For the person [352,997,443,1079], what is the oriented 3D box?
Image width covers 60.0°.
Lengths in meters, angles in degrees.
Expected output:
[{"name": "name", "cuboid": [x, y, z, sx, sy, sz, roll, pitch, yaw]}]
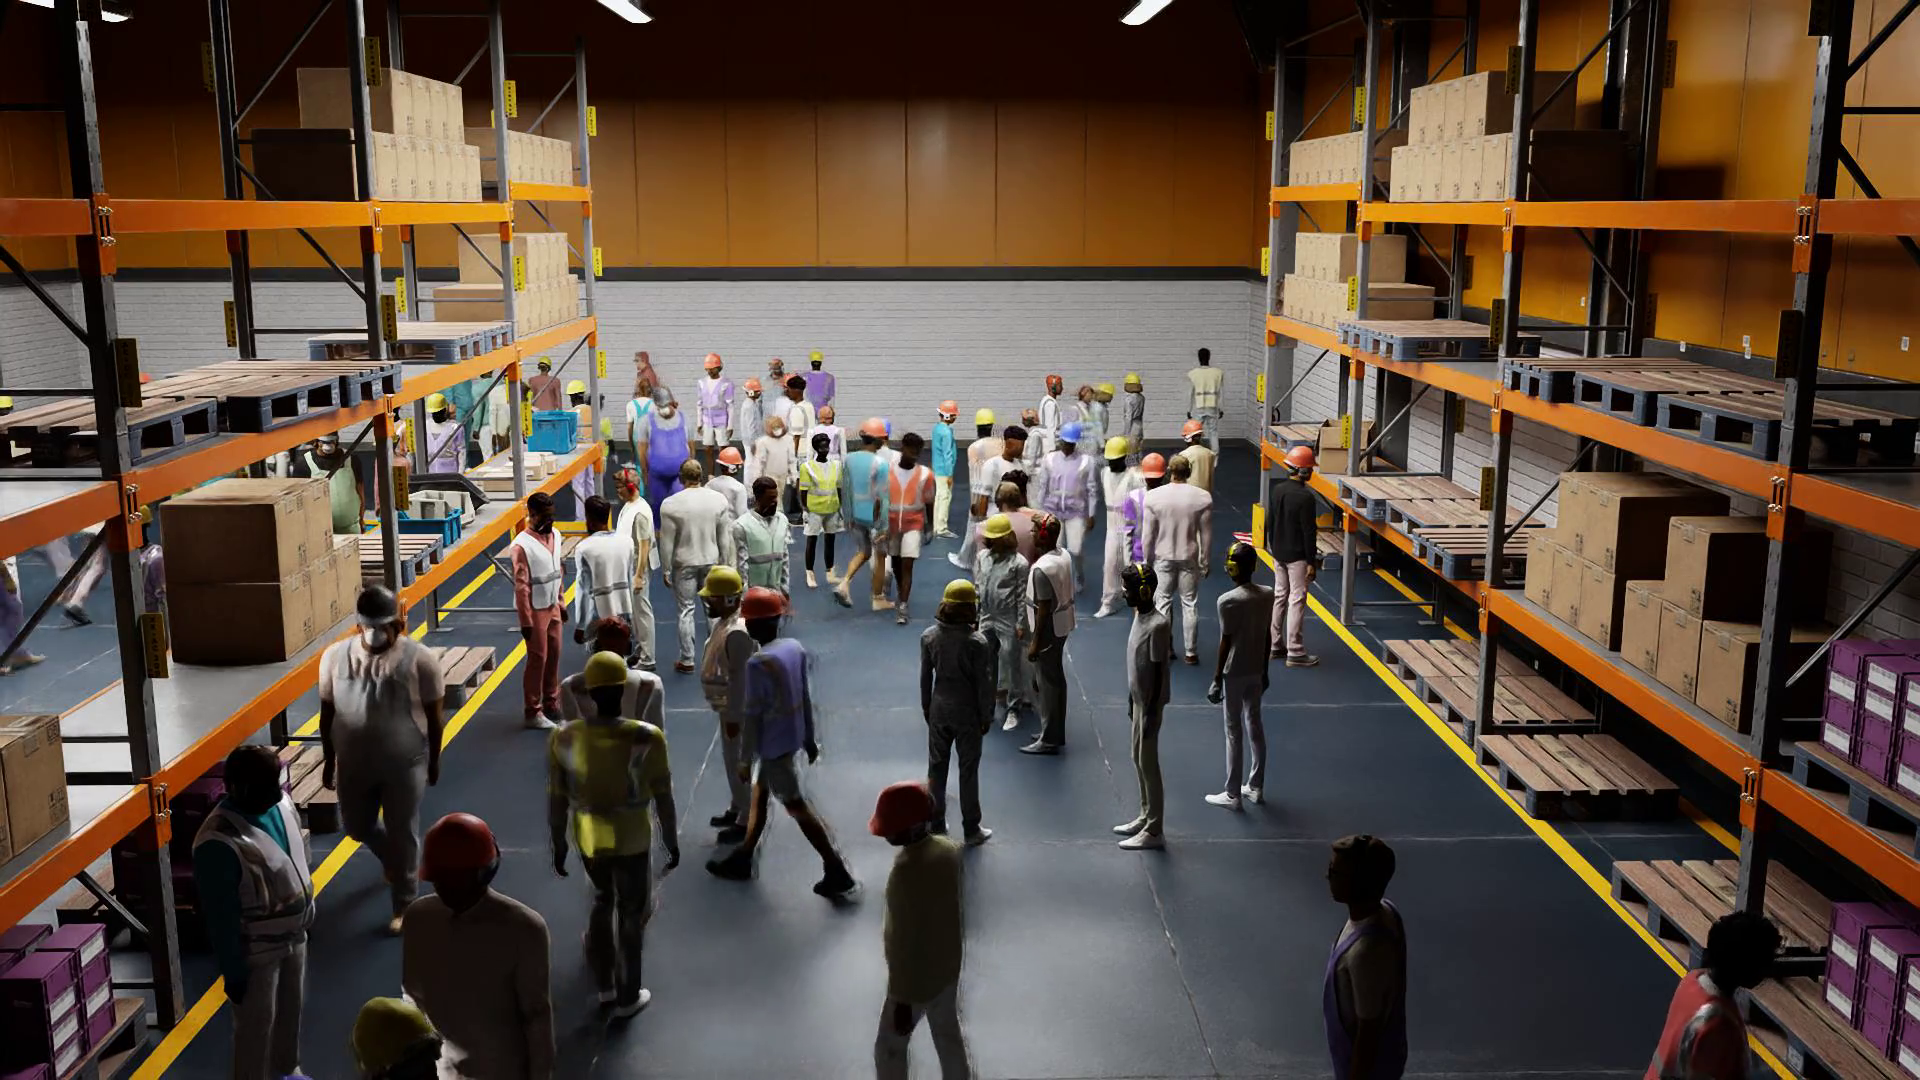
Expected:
[{"name": "person", "cuboid": [-1.599, 2.249, 5.022, 0.643, 1.787, 0.700, -1, 11, -4]}]

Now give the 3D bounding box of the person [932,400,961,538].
[{"name": "person", "cuboid": [-0.168, -0.888, 20.850, 0.352, 1.738, 0.573, -3, 12, -14]}]

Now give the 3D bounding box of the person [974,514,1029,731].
[{"name": "person", "cuboid": [0.306, 0.643, 13.168, 0.484, 1.740, 0.304, 7, 13, 32]}]

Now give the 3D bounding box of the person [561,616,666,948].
[{"name": "person", "cuboid": [-1.937, 1.355, 9.353, 0.580, 1.858, 0.686, -3, 12, -13]}]

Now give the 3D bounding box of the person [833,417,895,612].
[{"name": "person", "cuboid": [-0.947, -0.232, 16.865, 0.608, 2.028, 0.615, 10, 15, 42]}]

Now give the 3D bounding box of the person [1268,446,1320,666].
[{"name": "person", "cuboid": [3.036, 0.139, 15.049, 0.395, 1.992, 0.622, -5, 12, -24]}]

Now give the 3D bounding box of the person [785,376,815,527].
[{"name": "person", "cuboid": [-2.061, -1.152, 21.631, 0.377, 1.959, 0.608, 3, 12, 15]}]

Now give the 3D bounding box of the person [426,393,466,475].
[{"name": "person", "cuboid": [-6.237, -0.817, 20.033, 0.586, 1.921, 0.379, 2, 11, 9]}]

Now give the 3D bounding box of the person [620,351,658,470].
[{"name": "person", "cuboid": [-5.047, -2.044, 26.335, 0.783, 1.861, 0.718, -1, 11, -6]}]

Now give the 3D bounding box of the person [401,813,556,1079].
[{"name": "person", "cuboid": [-1.764, 1.934, 6.085, 0.615, 1.984, 0.408, 3, 12, 17]}]

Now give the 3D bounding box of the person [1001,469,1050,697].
[{"name": "person", "cuboid": [0.489, 0.377, 13.947, 0.608, 1.959, 0.395, -5, 12, -25]}]

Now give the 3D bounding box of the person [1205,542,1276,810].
[{"name": "person", "cuboid": [1.924, 0.928, 11.426, 0.511, 1.865, 0.329, -8, 14, -34]}]

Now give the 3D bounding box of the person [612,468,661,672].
[{"name": "person", "cuboid": [-2.866, 0.271, 14.784, 0.389, 1.837, 0.563, -4, 12, -20]}]

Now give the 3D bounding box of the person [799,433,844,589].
[{"name": "person", "cuboid": [-1.503, -0.325, 18.130, 0.535, 1.697, 0.318, -7, 13, -32]}]

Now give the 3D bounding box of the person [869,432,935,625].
[{"name": "person", "cuboid": [-0.567, -0.149, 16.770, 0.634, 1.893, 1.051, 1, 11, 7]}]

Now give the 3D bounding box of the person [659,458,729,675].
[{"name": "person", "cuboid": [-2.351, 0.231, 14.774, 0.635, 1.932, 0.363, -6, 13, -26]}]

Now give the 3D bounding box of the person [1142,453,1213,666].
[{"name": "person", "cuboid": [1.949, 0.182, 14.977, 0.637, 1.936, 0.355, 0, 11, 2]}]

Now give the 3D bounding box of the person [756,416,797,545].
[{"name": "person", "cuboid": [-2.297, -0.769, 20.652, 0.509, 1.580, 0.853, -9, 14, -37]}]

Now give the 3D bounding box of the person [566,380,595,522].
[{"name": "person", "cuboid": [-4.902, -1.105, 21.501, 0.394, 1.913, 0.591, 4, 12, 21]}]

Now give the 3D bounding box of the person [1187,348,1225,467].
[{"name": "person", "cuboid": [3.921, -2.099, 26.501, 0.608, 1.908, 0.432, -1, 11, -7]}]

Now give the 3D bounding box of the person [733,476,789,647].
[{"name": "person", "cuboid": [-1.663, 0.404, 13.955, 0.392, 1.911, 0.581, 9, 14, 38]}]

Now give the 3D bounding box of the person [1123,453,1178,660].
[{"name": "person", "cuboid": [1.765, 0.152, 15.176, 0.549, 1.924, 0.387, 0, 11, -1]}]

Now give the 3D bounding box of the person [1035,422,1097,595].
[{"name": "person", "cuboid": [1.115, -0.292, 17.399, 0.637, 1.922, 0.509, 4, 12, 19]}]

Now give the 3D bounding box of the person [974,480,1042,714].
[{"name": "person", "cuboid": [0.407, 0.472, 13.614, 0.668, 1.904, 0.531, -5, 12, -24]}]

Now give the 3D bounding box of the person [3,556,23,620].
[{"name": "person", "cuboid": [-9.635, -0.092, 16.507, 0.579, 1.880, 0.360, -9, 14, -37]}]

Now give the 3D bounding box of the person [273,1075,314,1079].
[{"name": "person", "cuboid": [-1.672, 2.283, 4.563, 0.382, 1.901, 0.654, 2, 11, 9]}]

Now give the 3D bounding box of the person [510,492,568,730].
[{"name": "person", "cuboid": [-3.332, 0.554, 13.197, 0.401, 1.908, 0.597, 3, 12, 16]}]

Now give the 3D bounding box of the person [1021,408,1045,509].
[{"name": "person", "cuboid": [0.912, -0.833, 20.839, 0.319, 1.634, 0.548, -2, 11, -8]}]

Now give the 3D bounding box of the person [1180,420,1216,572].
[{"name": "person", "cuboid": [2.619, -0.481, 18.799, 0.576, 1.739, 0.353, -8, 14, -36]}]

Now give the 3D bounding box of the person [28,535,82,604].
[{"name": "person", "cuboid": [-9.533, -0.335, 17.311, 0.721, 2.000, 0.543, 10, 15, 40]}]

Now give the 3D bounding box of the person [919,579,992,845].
[{"name": "person", "cuboid": [-0.019, 1.111, 10.829, 0.489, 1.734, 0.331, 5, 12, 25]}]

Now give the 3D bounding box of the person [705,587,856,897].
[{"name": "person", "cuboid": [-1.065, 1.209, 9.990, 1.028, 1.890, 0.555, 4, 12, 19]}]

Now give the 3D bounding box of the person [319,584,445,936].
[{"name": "person", "cuboid": [-3.327, 1.196, 9.636, 0.690, 2.000, 0.785, 0, 11, -2]}]
